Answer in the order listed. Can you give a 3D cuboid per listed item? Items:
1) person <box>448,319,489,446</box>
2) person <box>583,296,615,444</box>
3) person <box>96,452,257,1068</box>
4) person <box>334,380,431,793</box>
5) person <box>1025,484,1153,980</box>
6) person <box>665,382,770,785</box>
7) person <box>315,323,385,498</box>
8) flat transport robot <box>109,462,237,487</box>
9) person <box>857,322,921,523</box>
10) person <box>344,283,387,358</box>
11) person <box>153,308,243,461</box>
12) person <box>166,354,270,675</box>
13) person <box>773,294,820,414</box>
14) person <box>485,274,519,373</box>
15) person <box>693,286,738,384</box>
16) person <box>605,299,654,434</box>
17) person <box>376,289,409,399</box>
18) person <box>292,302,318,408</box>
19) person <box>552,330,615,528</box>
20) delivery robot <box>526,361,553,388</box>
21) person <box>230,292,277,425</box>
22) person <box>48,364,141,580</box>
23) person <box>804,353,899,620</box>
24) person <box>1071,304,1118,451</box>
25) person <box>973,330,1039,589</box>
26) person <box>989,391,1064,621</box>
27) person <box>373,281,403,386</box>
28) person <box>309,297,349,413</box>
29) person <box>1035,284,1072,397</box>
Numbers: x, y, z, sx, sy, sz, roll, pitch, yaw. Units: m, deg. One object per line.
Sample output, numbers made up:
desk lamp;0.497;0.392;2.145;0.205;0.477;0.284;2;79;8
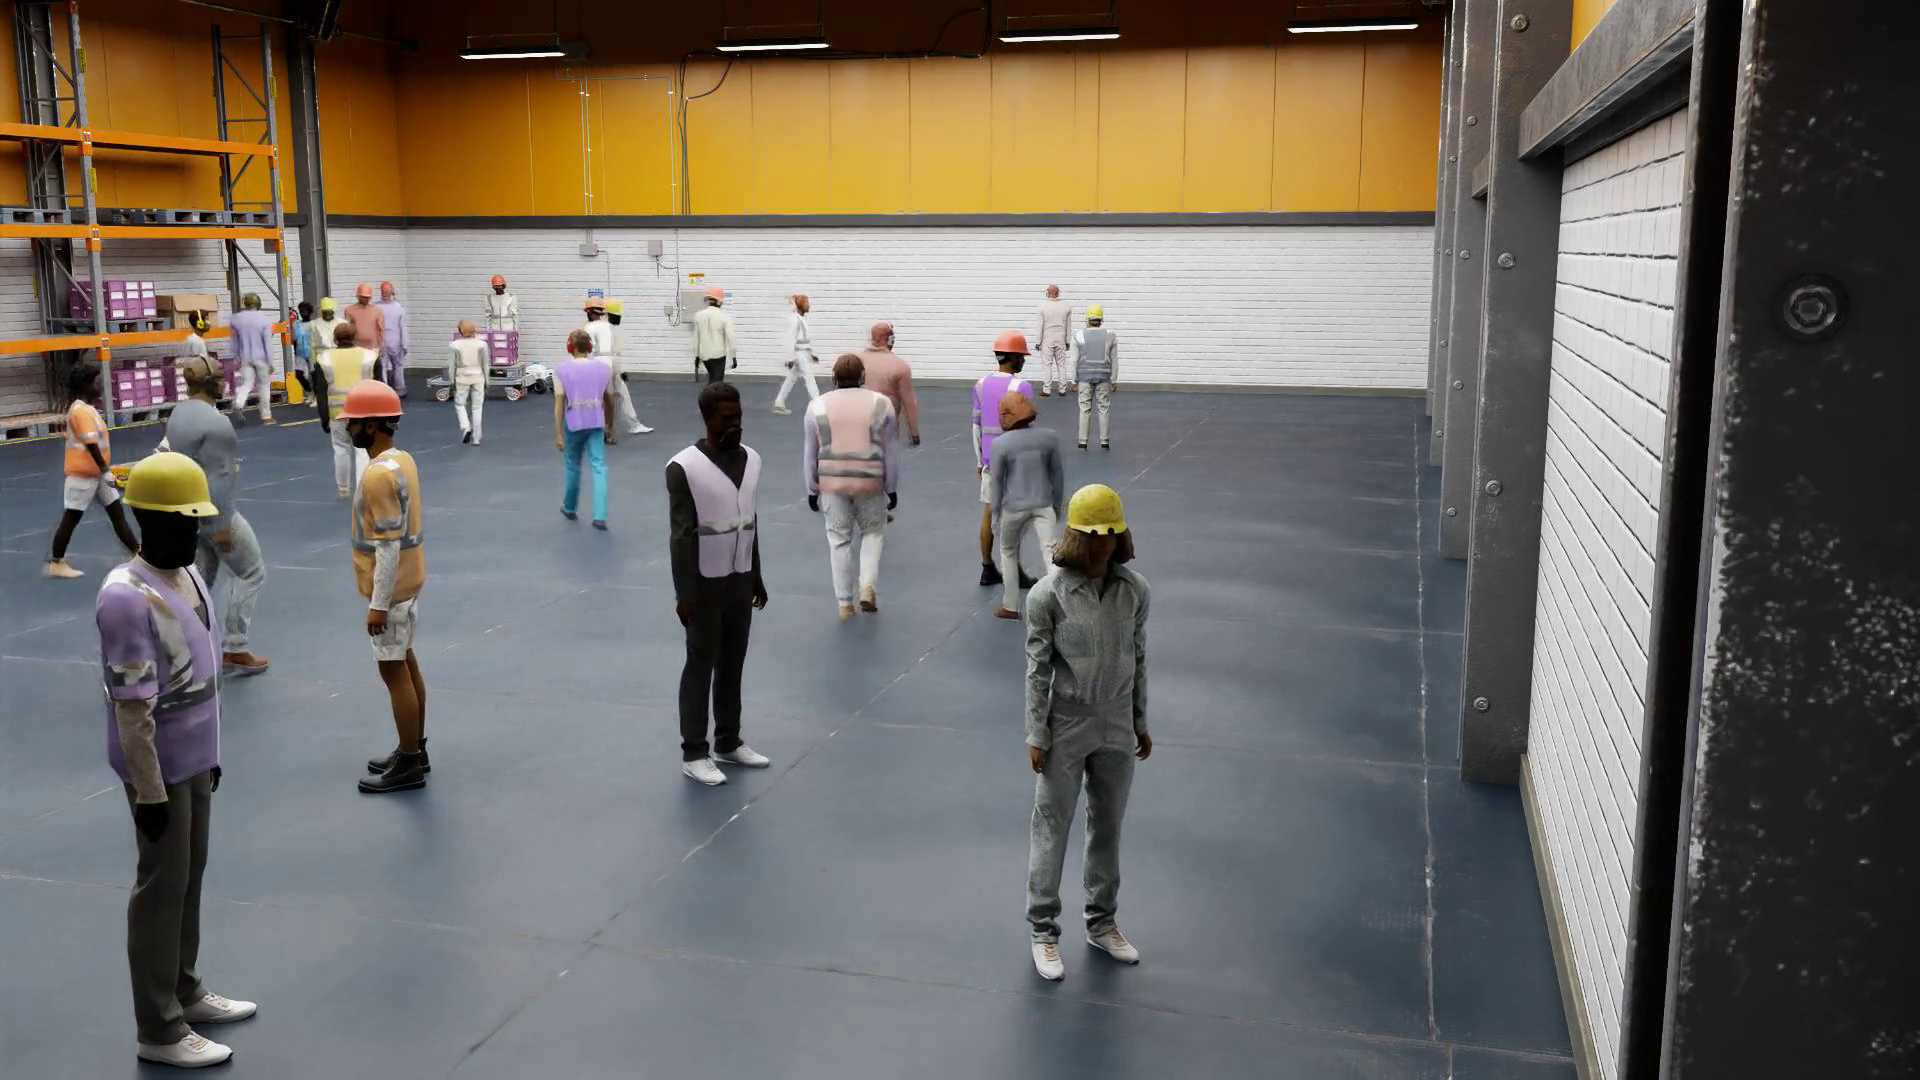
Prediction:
person;-6.270;-2.008;21.275;0.513;1.631;0.390;-5;11;-24
person;-4.759;-2.186;21.514;0.733;1.900;0.553;5;11;27
person;-2.460;0.679;5.236;0.376;1.922;0.594;-2;10;-9
person;-2.705;0.217;7.815;0.356;1.936;0.551;-2;10;-9
person;0.462;0.664;5.830;0.492;1.742;0.323;-5;11;-25
person;-1.170;0.193;8.005;0.371;1.916;0.597;6;12;33
person;-6.039;-1.254;16.560;0.646;1.792;0.960;-3;10;-16
flat transport robot;-8.605;-0.754;18.027;0.652;0.197;1.431;3;10;16
person;-0.679;-0.998;14.867;0.680;1.870;0.928;5;11;28
person;-9.413;-3.072;26.353;0.634;1.963;0.650;-4;11;-19
person;-9.039;-1.800;19.555;0.906;1.838;0.527;-5;11;-28
person;-4.388;-0.133;9.831;0.655;1.918;0.639;9;13;40
person;-2.407;-2.792;25.183;1.005;1.835;0.581;1;10;4
person;-8.567;-3.940;31.103;0.613;2.031;0.402;-1;10;-3
person;-3.502;-2.699;24.231;0.646;1.965;0.751;5;11;25
person;-4.706;-2.312;22.379;0.998;1.856;0.589;0;10;-1
person;-9.420;-3.209;27.446;0.676;1.843;0.996;-1;10;-5
person;-10.286;-2.917;26.257;0.545;1.679;0.370;1;10;6
person;-3.448;-1.024;15.248;0.591;1.788;0.985;-5;11;-28
delivery robot;-7.393;-2.885;29.025;0.707;0.478;0.477;5;11;25
person;-10.033;-2.549;23.556;0.649;1.914;0.802;1;10;6
person;-6.654;-0.528;12.830;0.871;1.649;0.536;-3;11;-18
person;-0.743;-0.358;11.365;0.651;1.832;0.447;0;10;-2
person;1.674;-2.021;20.772;0.600;1.835;0.404;0;10;-2
person;0.356;-0.600;12.447;0.550;1.933;0.373;9;13;41
person;0.486;-0.189;11.108;0.532;1.589;0.752;-3;10;-14
person;-10.497;-3.791;30.599;0.556;1.921;0.683;-3;11;-17
person;-9.459;-2.756;25.016;0.593;1.803;0.705;-5;11;-27
person;1.581;-3.400;28.381;0.646;1.907;0.401;-3;11;-18
